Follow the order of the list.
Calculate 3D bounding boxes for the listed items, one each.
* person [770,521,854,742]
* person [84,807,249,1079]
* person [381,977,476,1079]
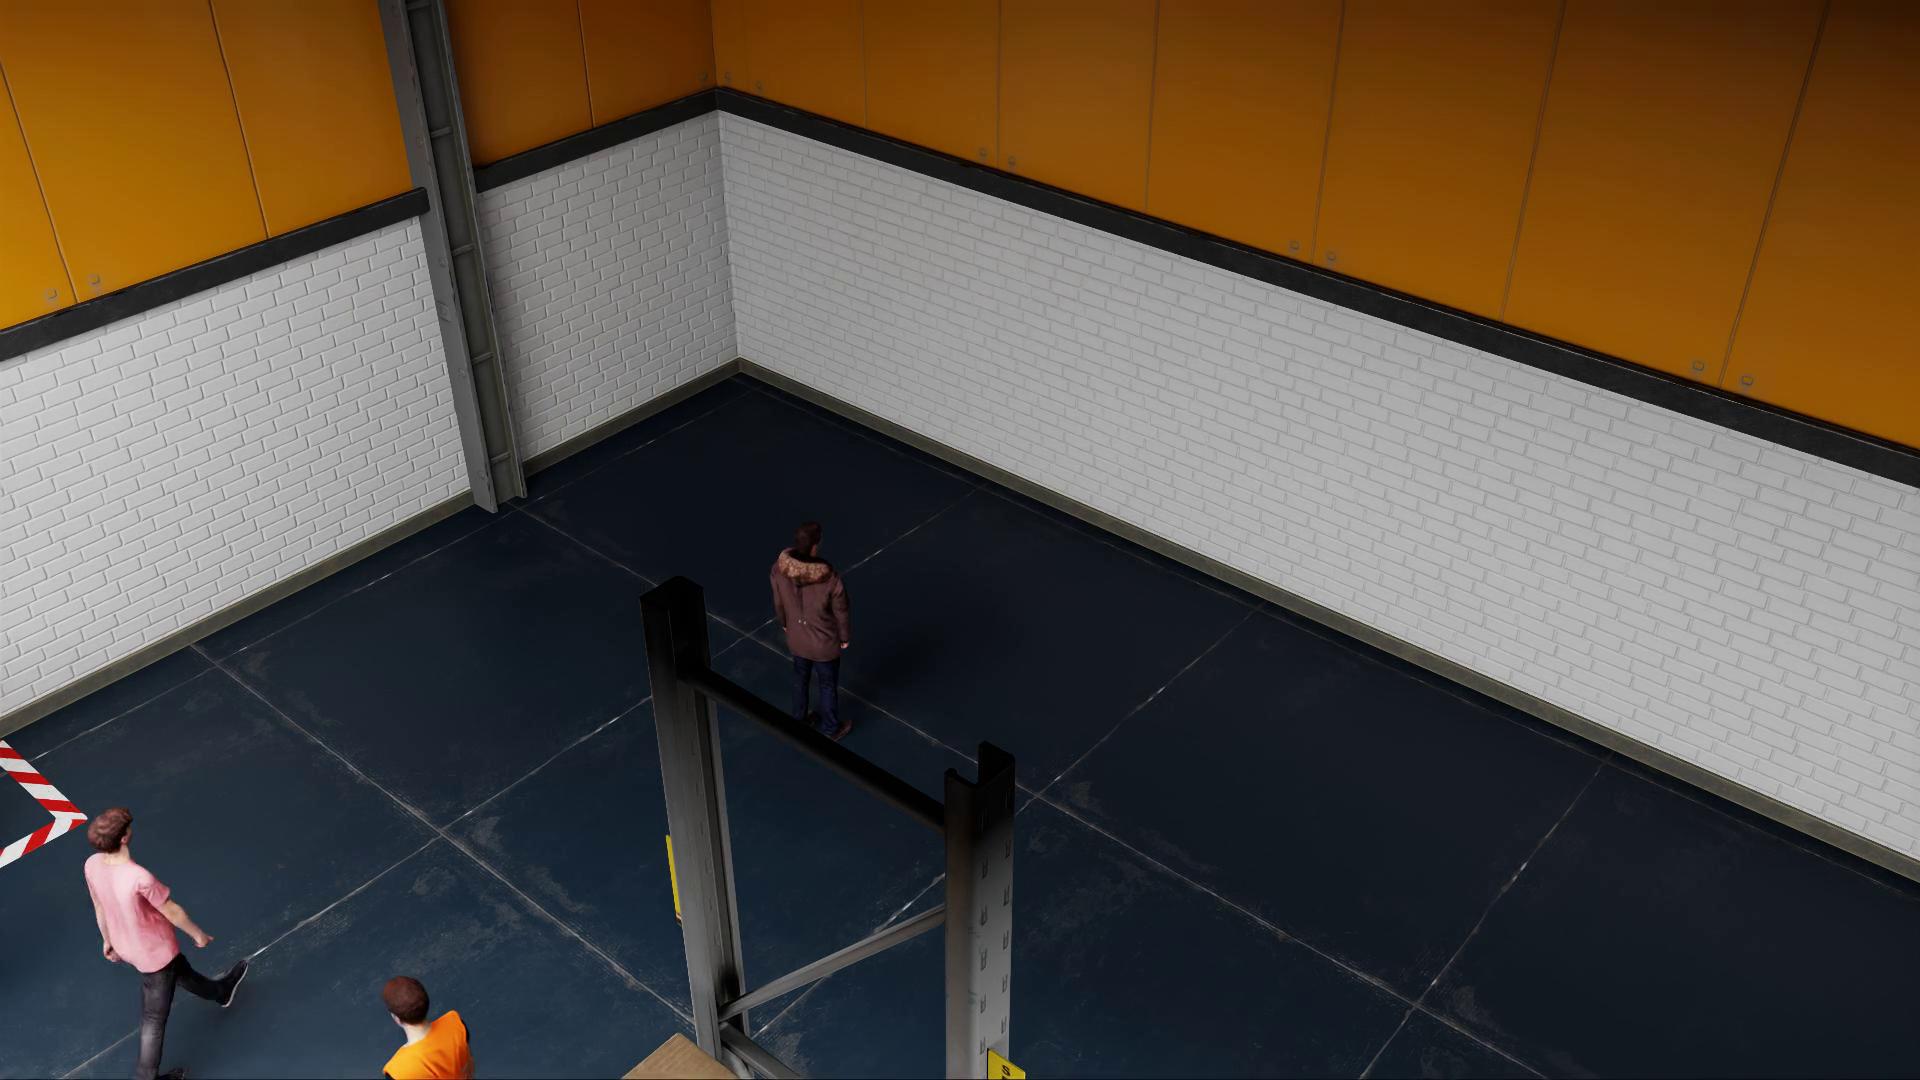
[{"bbox_3d":[-1.069,0.677,12.107,0.827,1.845,0.771,14,36,19],"label":"person"},{"bbox_3d":[-4.682,2.410,9.452,0.923,1.898,1.324,13,36,18],"label":"person"},{"bbox_3d":[-2.675,2.972,8.622,0.773,1.881,0.622,17,37,24],"label":"person"}]
